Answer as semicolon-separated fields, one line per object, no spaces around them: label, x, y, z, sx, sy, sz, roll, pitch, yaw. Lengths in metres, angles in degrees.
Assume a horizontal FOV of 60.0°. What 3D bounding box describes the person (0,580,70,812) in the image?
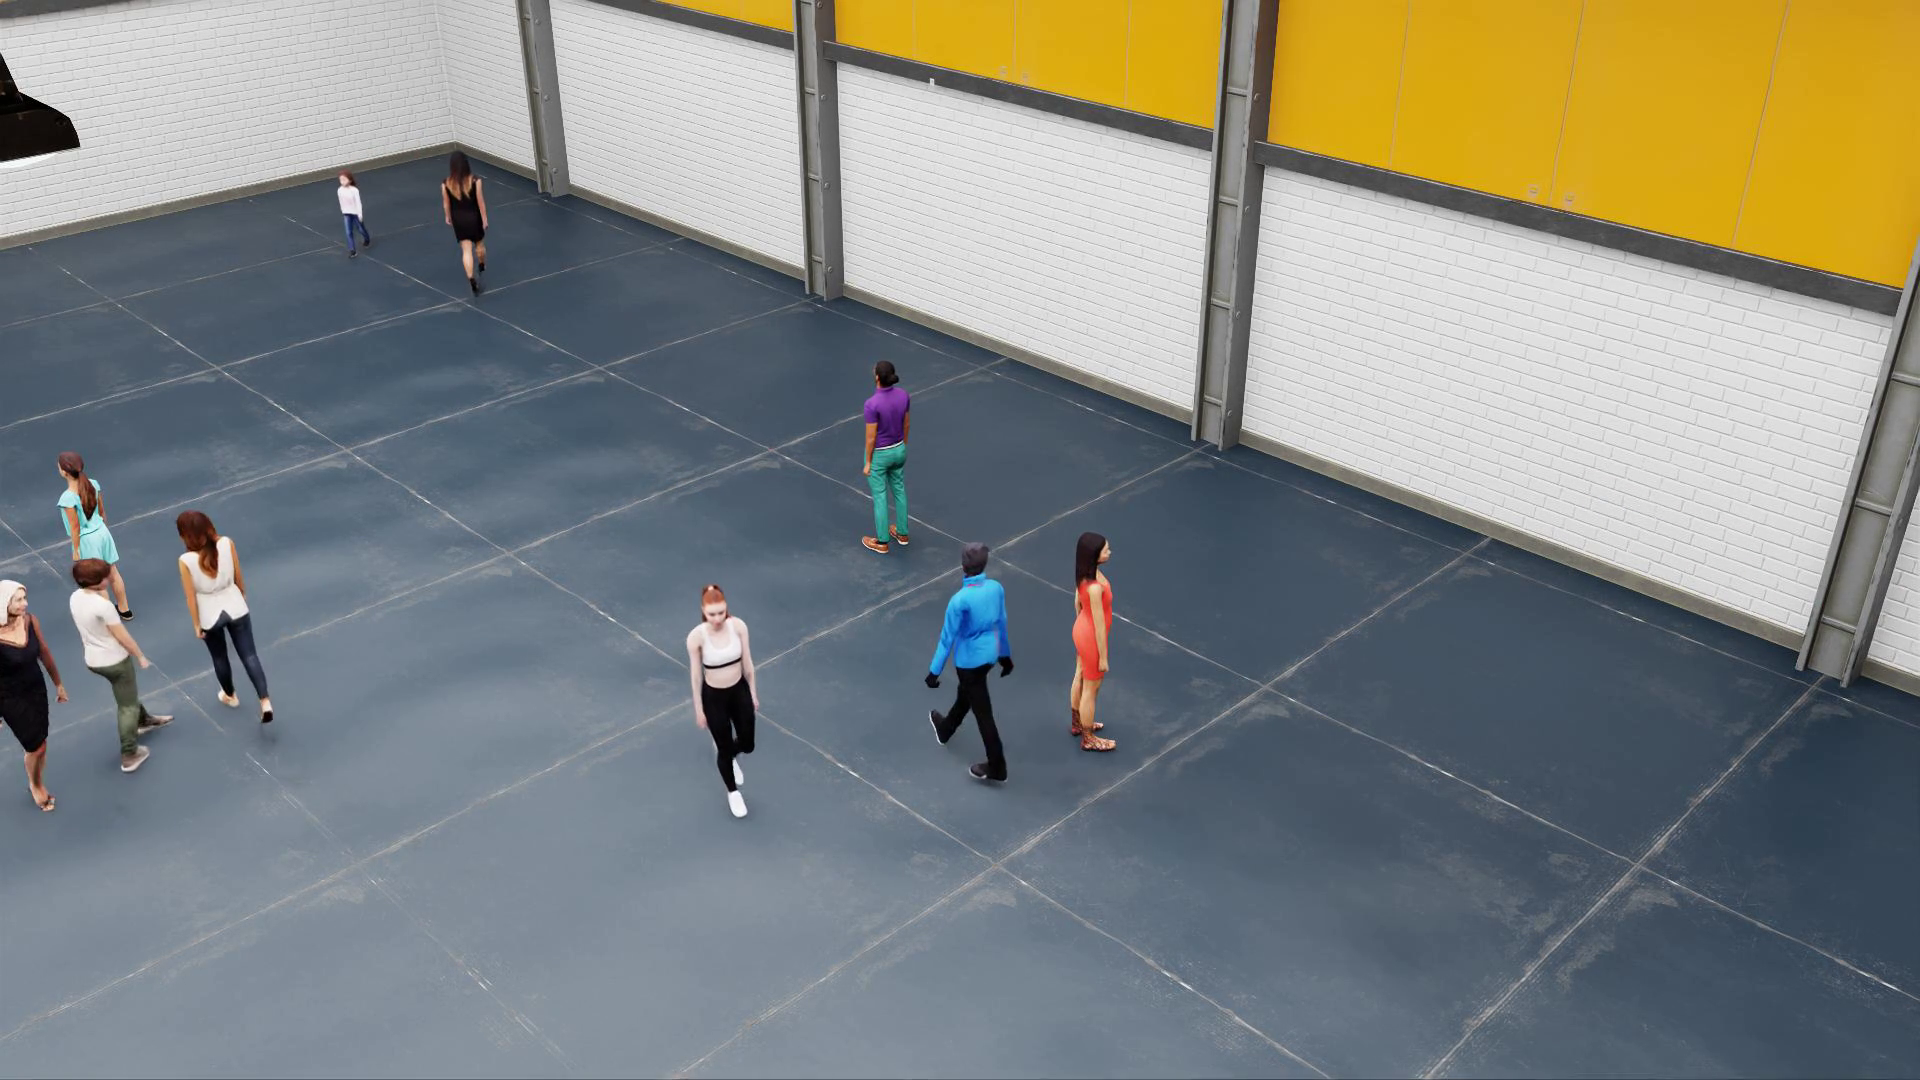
person;-6.379;1.045;11.229;0.742;1.718;0.728;14;32;24

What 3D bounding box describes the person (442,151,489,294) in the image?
person;-5.969;-3.799;20.167;1.034;1.662;1.192;-6;29;-10

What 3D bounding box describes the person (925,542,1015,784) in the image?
person;0.187;0.891;11.488;1.080;1.740;0.757;24;37;37

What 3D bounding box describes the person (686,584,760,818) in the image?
person;-1.614;1.036;11.225;0.729;1.738;0.820;-14;31;-23

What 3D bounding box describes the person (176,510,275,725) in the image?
person;-5.309;0.583;12.047;0.648;1.747;1.030;-19;34;-31

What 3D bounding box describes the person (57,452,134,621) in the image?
person;-6.955;-0.001;13.314;0.673;1.558;0.641;8;30;14

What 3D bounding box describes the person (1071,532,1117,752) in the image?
person;0.929;0.714;11.836;0.729;1.719;0.626;-7;29;-12

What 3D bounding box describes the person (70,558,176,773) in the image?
person;-5.962;0.890;11.613;0.793;1.622;0.789;11;31;20

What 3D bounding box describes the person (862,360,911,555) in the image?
person;-0.632;-0.736;14.441;0.621;1.768;0.569;-23;36;-36

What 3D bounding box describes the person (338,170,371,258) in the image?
person;-7.879;-4.267;21.620;0.757;1.093;0.787;2;29;4
